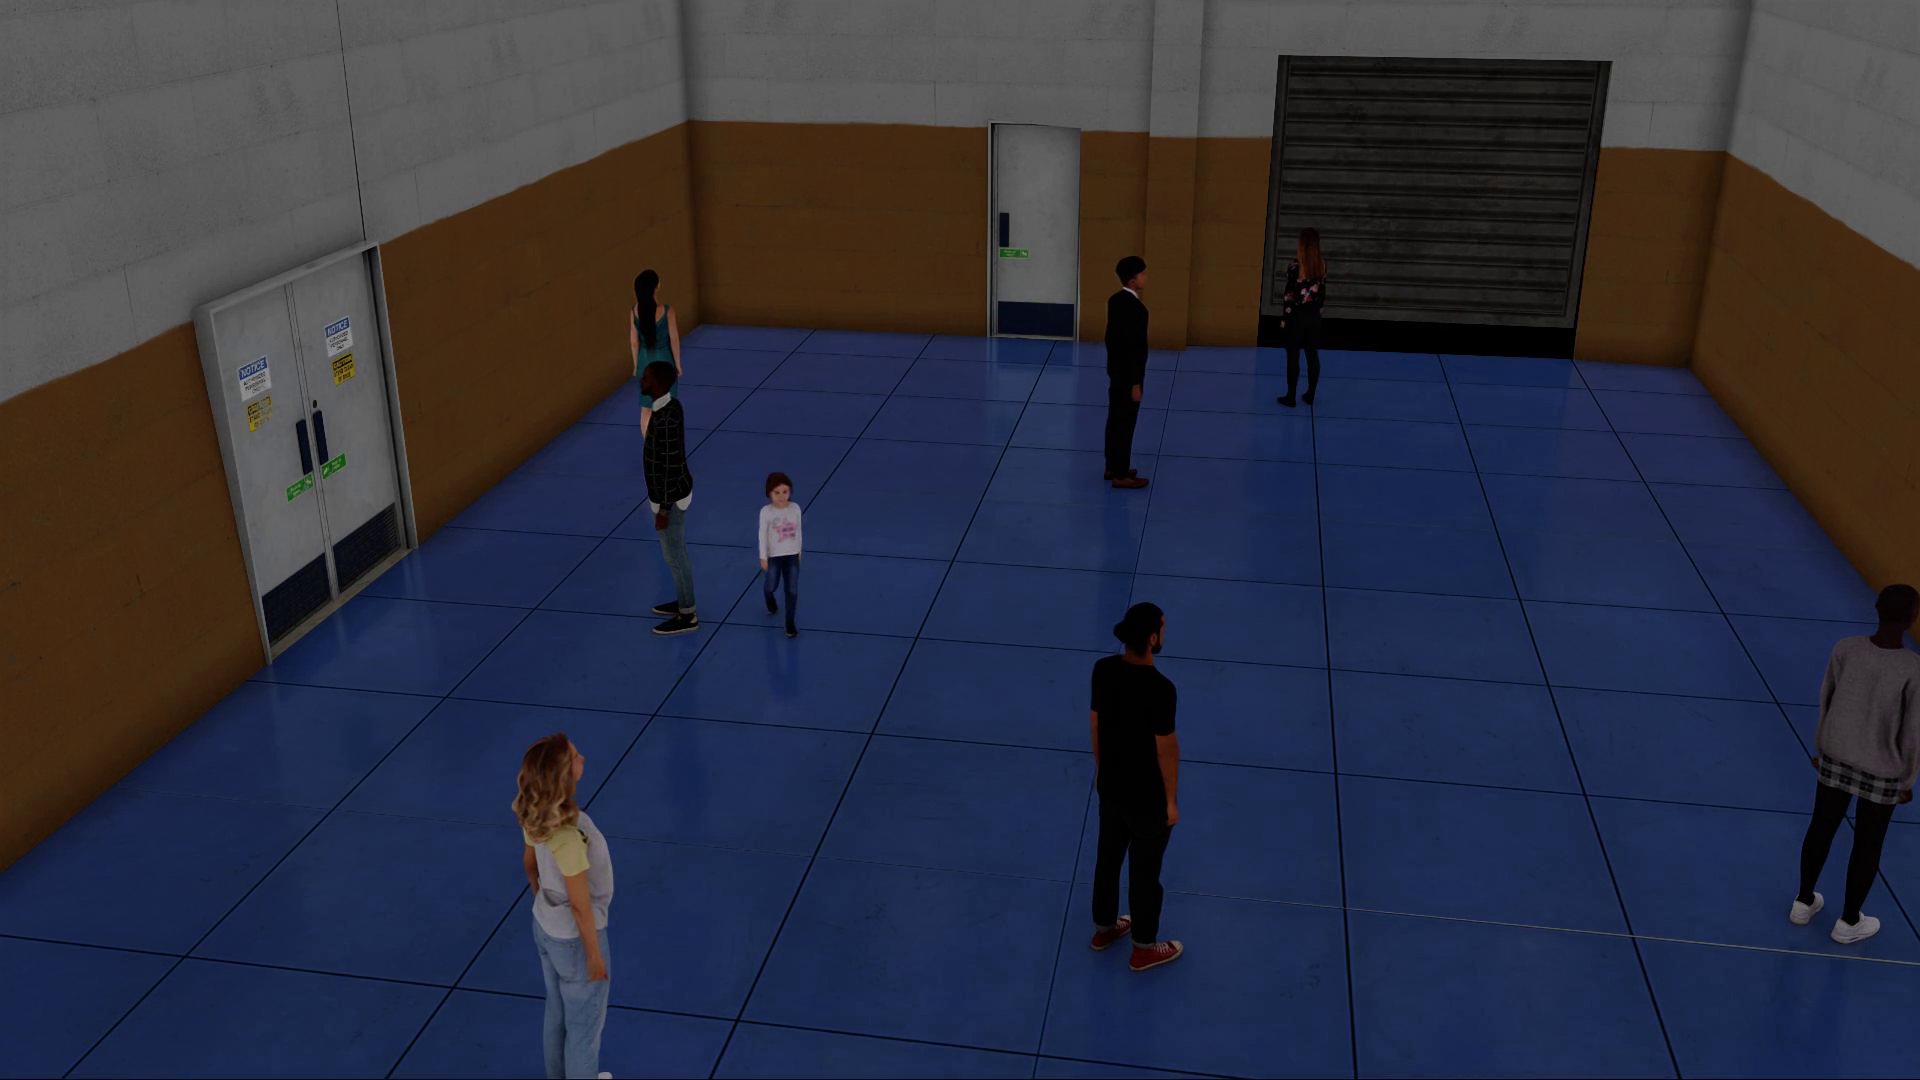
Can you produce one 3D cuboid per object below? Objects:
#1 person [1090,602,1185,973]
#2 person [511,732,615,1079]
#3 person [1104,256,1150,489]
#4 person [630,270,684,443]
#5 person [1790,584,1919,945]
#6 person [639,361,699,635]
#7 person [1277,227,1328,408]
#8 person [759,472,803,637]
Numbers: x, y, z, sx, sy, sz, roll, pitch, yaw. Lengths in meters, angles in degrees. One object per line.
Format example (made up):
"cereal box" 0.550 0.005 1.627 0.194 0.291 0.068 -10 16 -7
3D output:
"person" 0.779 1.104 7.452 0.775 1.755 0.685 -19 29 -39
"person" -1.514 1.526 6.424 0.765 1.722 0.697 -16 27 -34
"person" 1.321 -1.360 13.412 0.707 1.882 0.765 -5 22 -12
"person" -2.528 -1.418 13.819 0.450 1.686 0.645 1 22 3
"person" 4.145 1.016 7.648 0.752 1.772 0.681 -16 27 -35
"person" -1.880 -0.290 10.833 0.668 1.821 0.725 -3 22 -7
"person" 3.195 -2.071 15.451 0.599 1.682 0.709 -7 23 -17
"person" -1.188 0.059 10.938 0.750 1.096 0.718 -7 23 -17
